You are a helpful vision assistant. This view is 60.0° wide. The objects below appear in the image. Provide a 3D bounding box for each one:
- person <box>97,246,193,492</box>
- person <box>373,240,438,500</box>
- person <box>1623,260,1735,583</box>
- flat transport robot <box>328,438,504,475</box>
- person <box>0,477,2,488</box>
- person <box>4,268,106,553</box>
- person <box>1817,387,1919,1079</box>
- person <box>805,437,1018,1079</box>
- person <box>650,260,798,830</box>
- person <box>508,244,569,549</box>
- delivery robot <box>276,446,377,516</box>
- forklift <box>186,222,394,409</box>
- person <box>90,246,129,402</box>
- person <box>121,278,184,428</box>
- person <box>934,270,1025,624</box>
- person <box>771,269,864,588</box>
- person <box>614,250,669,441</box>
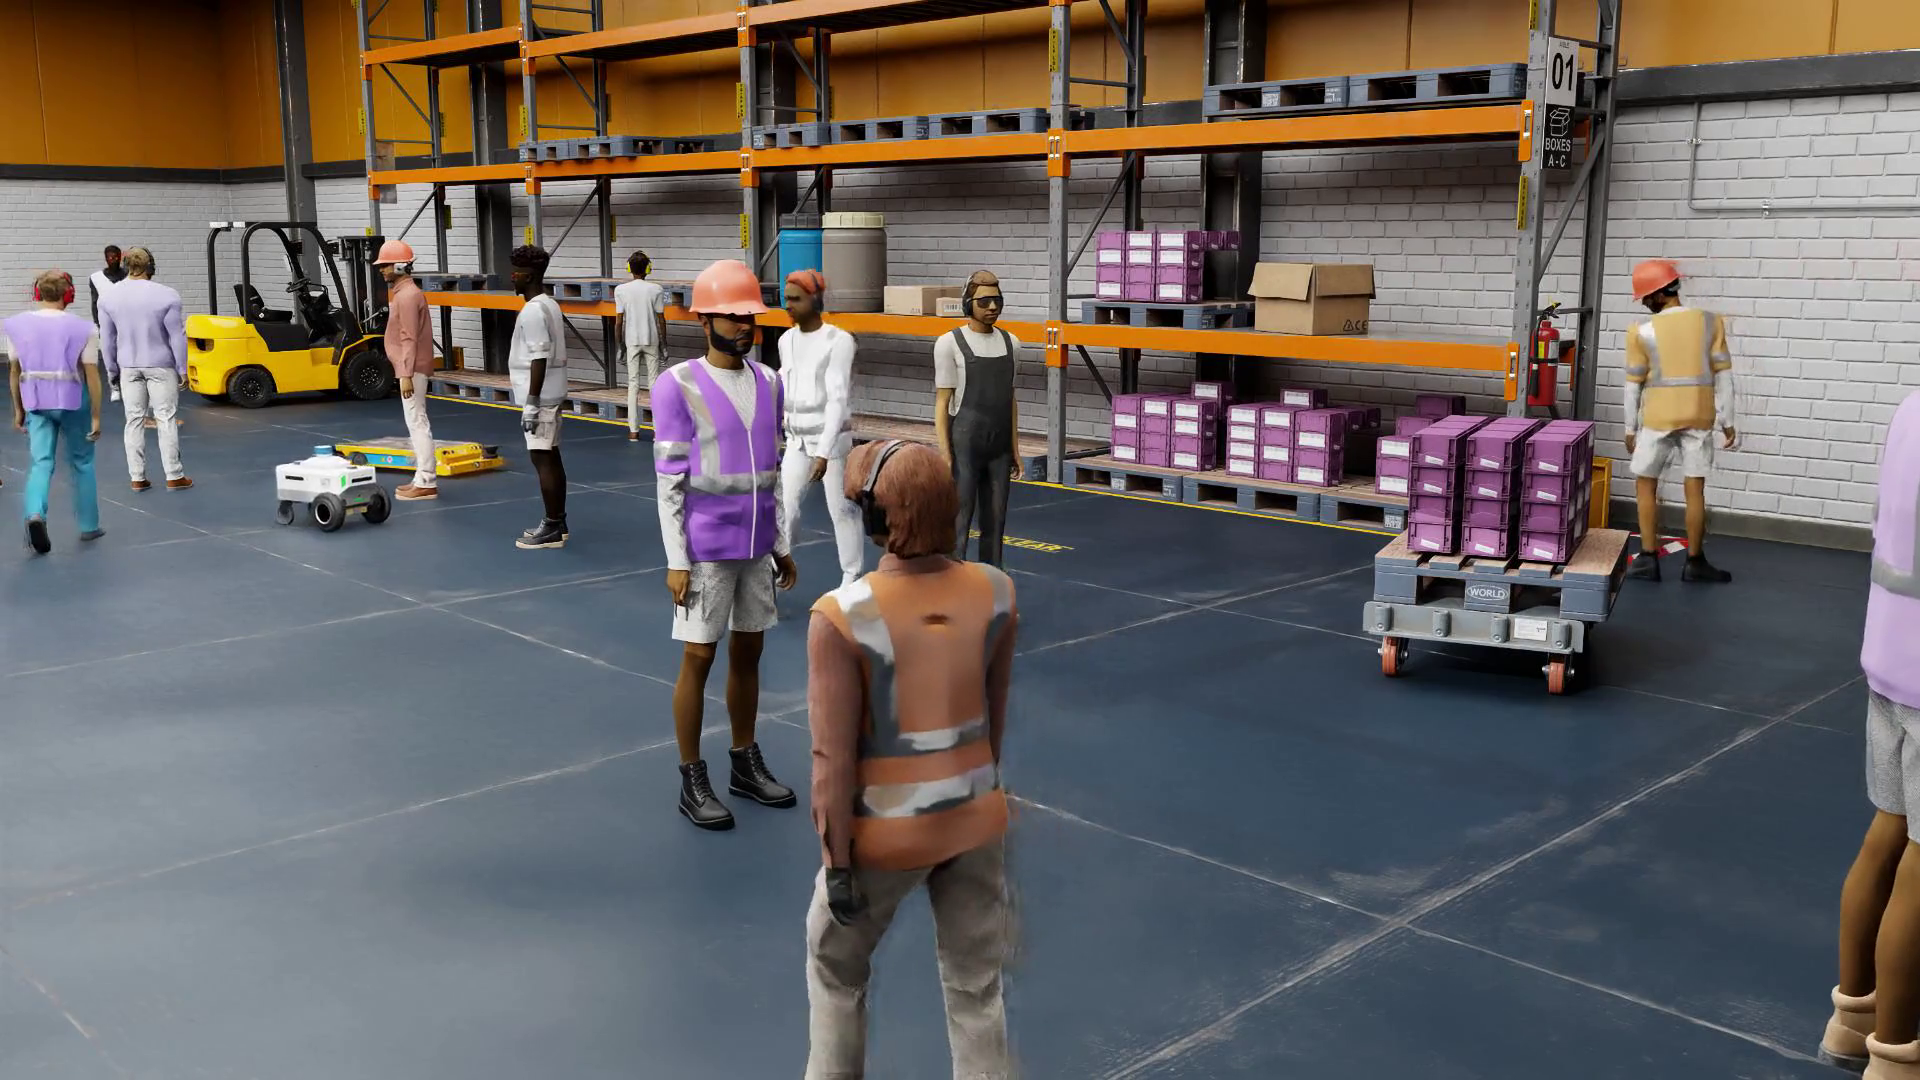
[{"bbox_3d":[-6.413,-1.340,13.126,0.638,1.938,0.356,-1,10,-7],"label":"person"},{"bbox_3d":[-4.249,-1.299,12.787,0.407,1.986,0.621,-4,11,-18],"label":"person"},{"bbox_3d":[4.228,-0.680,9.712,0.701,1.887,0.376,2,11,13],"label":"person"},{"bbox_3d":[-4.728,-0.736,14.389,1.431,0.197,0.652,5,12,26],"label":"flat transport robot"},{"bbox_3d":[-7.880,-1.202,13.210,0.507,1.632,0.264,6,12,29],"label":"person"},{"bbox_3d":[-5.845,-0.842,10.753,0.591,1.818,0.823,-2,11,-12],"label":"person"},{"bbox_3d":[2.275,0.322,3.780,0.391,2.040,0.614,2,11,13],"label":"person"},{"bbox_3d":[-0.126,0.594,3.438,0.512,1.618,0.679,-7,12,-32],"label":"person"},{"bbox_3d":[-0.789,0.013,5.751,0.361,1.939,0.543,10,14,42],"label":"person"},{"bbox_3d":[-2.740,-0.929,10.813,0.361,1.964,0.617,-1,10,-3],"label":"person"},{"bbox_3d":[-4.425,-0.416,11.610,0.707,0.478,0.477,6,12,27],"label":"delivery robot"},{"bbox_3d":[-8.169,-2.758,20.163,2.313,2.155,1.214,-10,14,-44],"label":"forklift"},{"bbox_3d":[-10.268,-2.638,20.356,0.597,1.891,0.745,-6,12,-29],"label":"person"},{"bbox_3d":[-8.429,-2.097,17.450,0.722,1.861,0.595,0,10,0],"label":"person"},{"bbox_3d":[0.106,-0.453,8.549,0.514,1.845,0.338,-7,13,-34],"label":"person"},{"bbox_3d":[-0.831,-0.471,8.639,0.575,1.835,0.974,9,14,41],"label":"person"},{"bbox_3d":[-3.128,-1.905,16.400,0.509,1.872,0.328,-1,10,-6],"label":"person"}]
